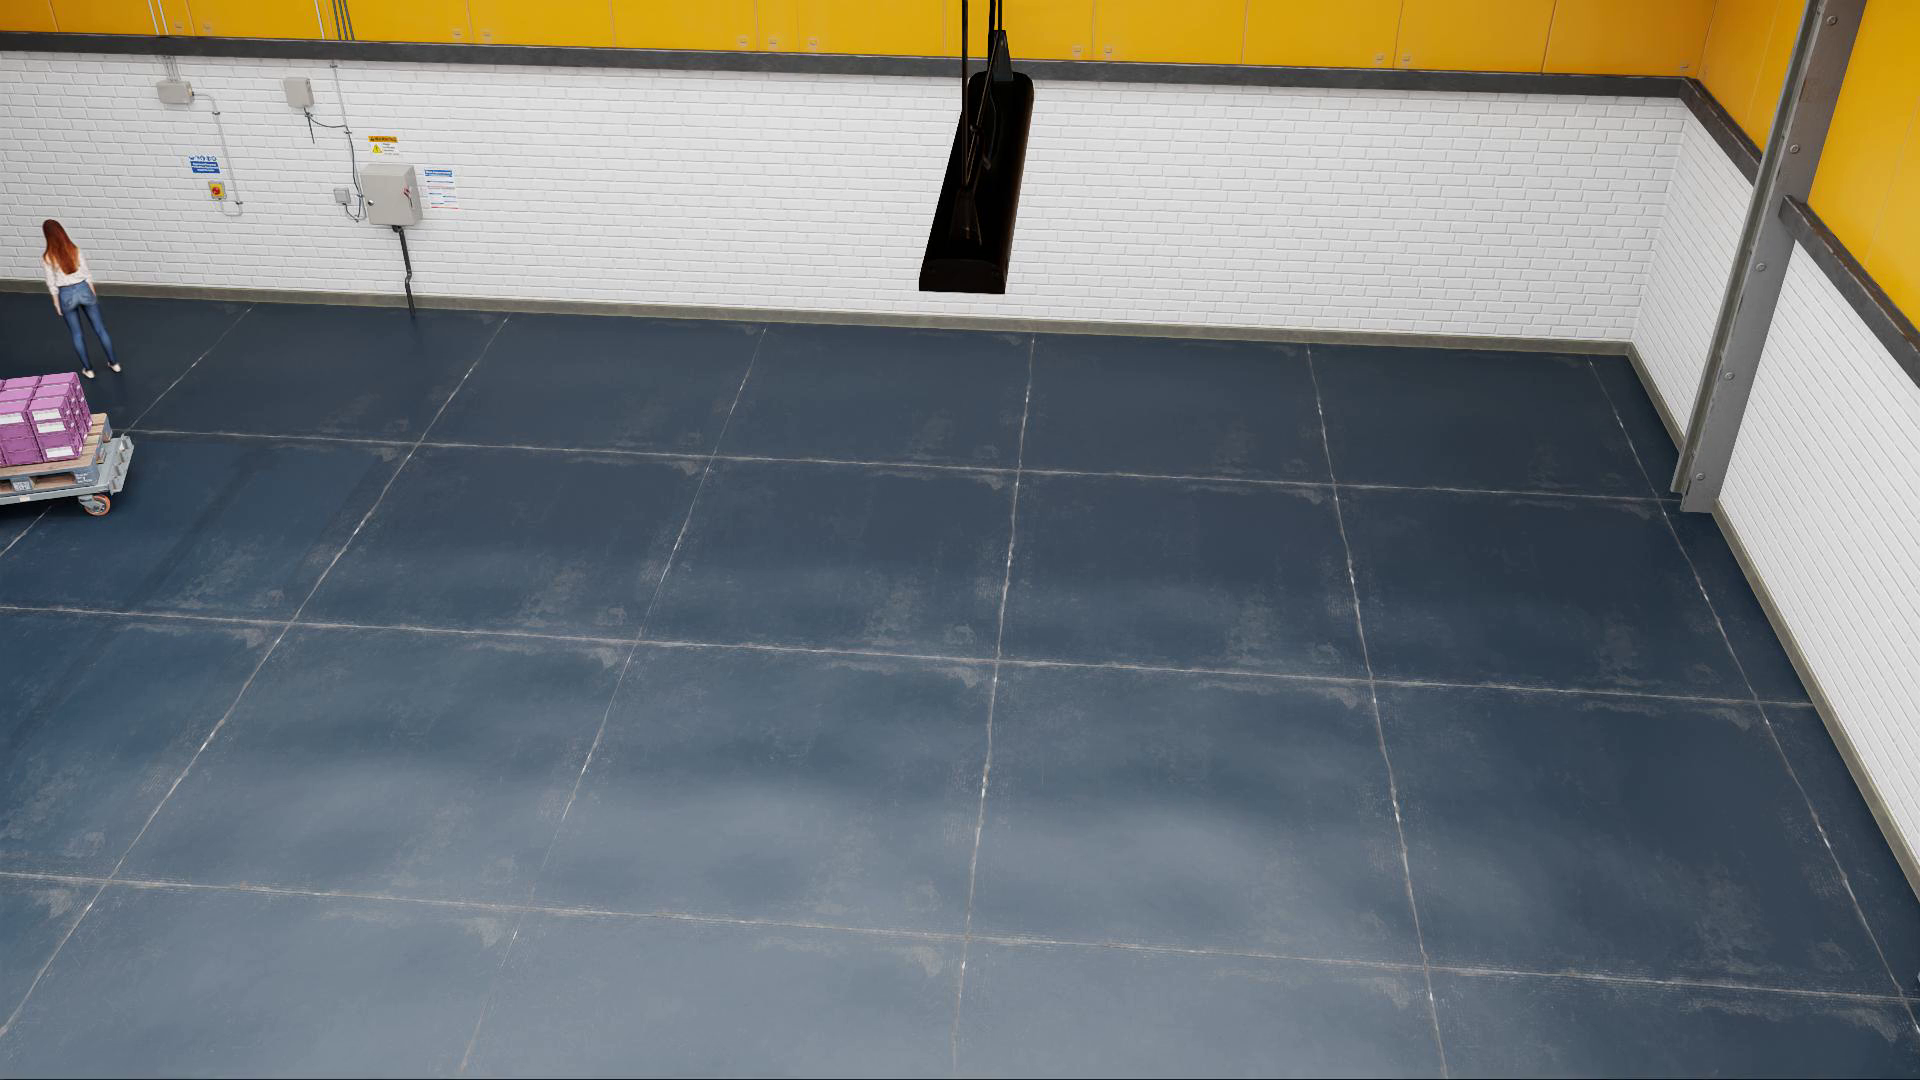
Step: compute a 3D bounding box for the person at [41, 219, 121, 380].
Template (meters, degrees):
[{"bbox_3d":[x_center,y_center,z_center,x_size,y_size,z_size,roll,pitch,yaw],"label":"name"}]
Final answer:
[{"bbox_3d":[-9.145,-2.502,17.216,0.641,1.726,0.689,-22,40,-30],"label":"person"}]
